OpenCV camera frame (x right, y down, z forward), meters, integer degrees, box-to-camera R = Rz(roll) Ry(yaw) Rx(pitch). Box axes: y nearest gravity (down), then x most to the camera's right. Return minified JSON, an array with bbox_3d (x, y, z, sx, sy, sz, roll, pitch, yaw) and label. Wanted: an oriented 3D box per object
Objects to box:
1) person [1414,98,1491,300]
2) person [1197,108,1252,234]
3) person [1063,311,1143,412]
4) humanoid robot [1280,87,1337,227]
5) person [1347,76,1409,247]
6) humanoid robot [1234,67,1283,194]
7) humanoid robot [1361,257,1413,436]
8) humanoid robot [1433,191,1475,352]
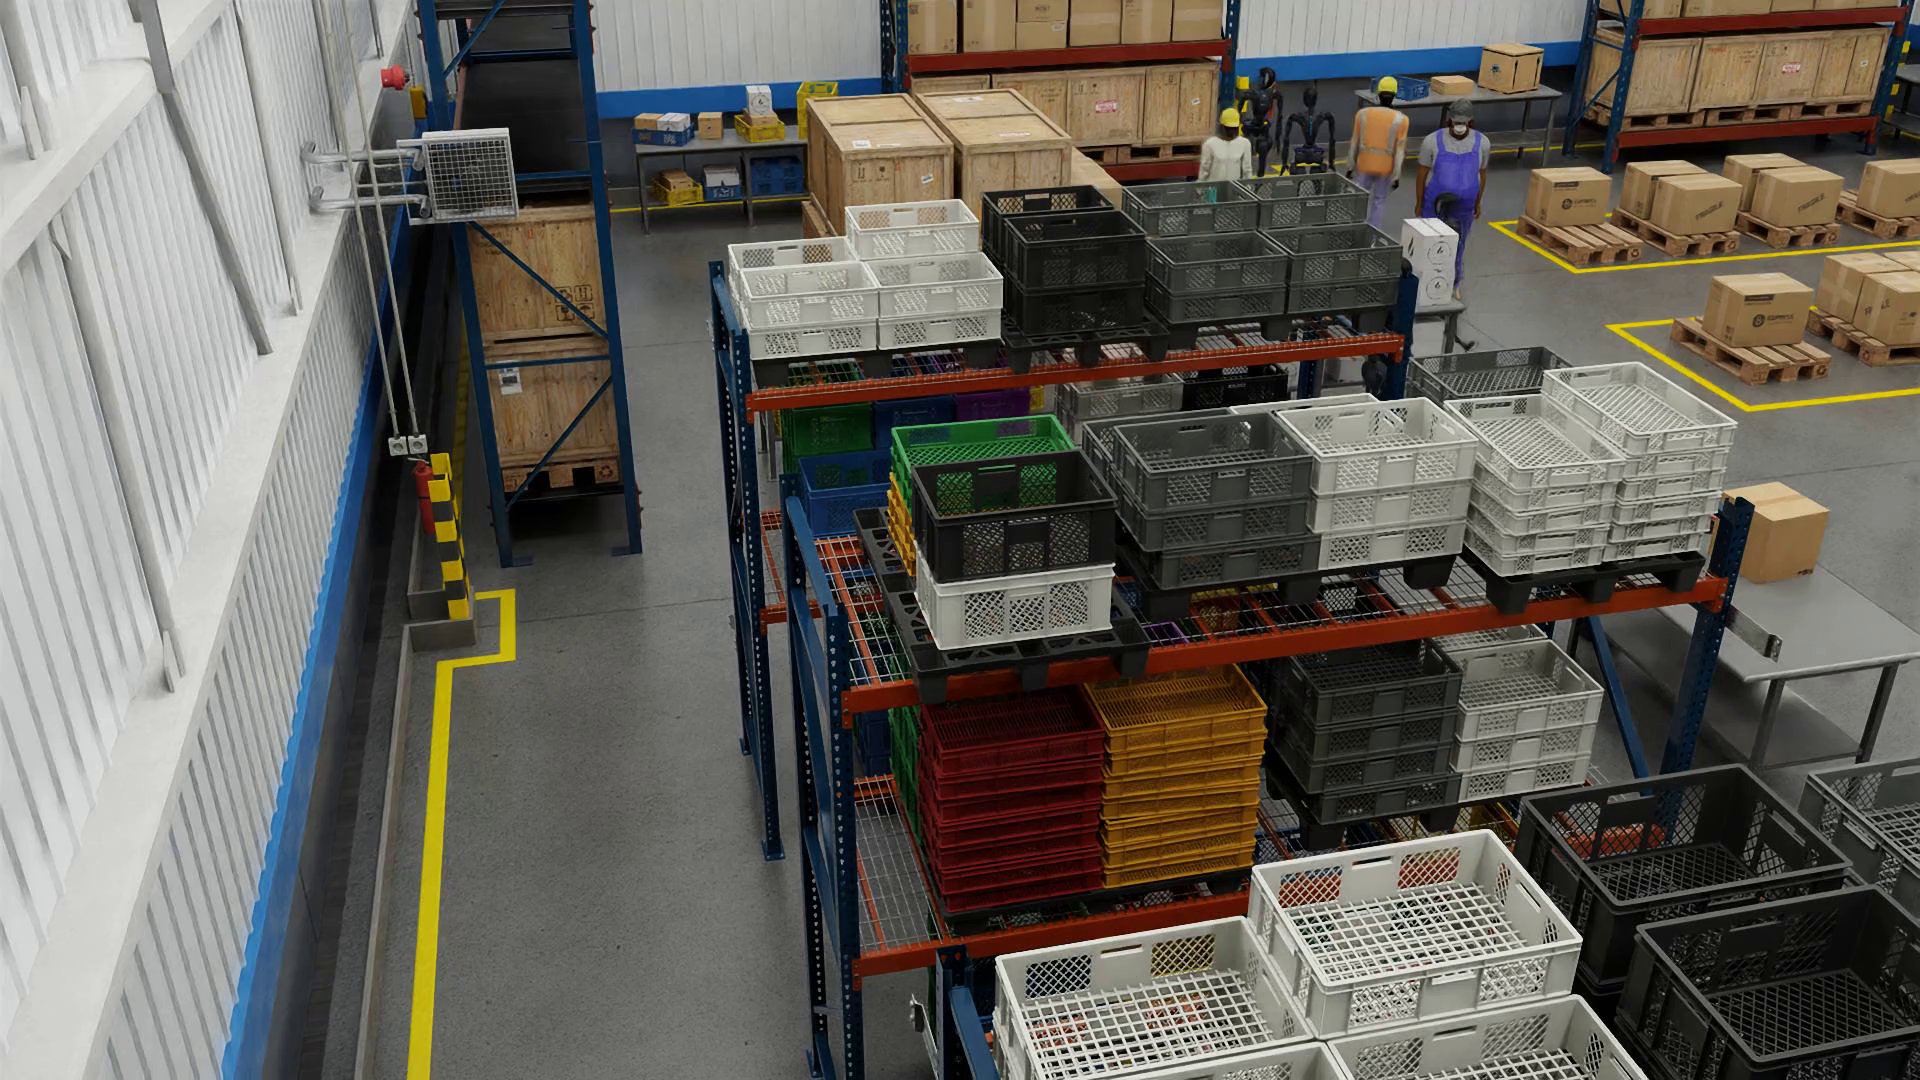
[{"bbox_3d":[4.878,-3.373,16.548,0.687,2.000,0.536,3,28,5],"label":"person"},{"bbox_3d":[2.786,-3.691,17.492,0.537,1.709,0.950,-4,28,-7],"label":"person"},{"bbox_3d":[1.055,-1.105,12.293,0.622,1.992,0.383,-6,28,-10],"label":"person"},{"bbox_3d":[3.889,-4.181,18.479,0.642,1.651,0.322,6,28,11],"label":"humanoid robot"},{"bbox_3d":[4.446,-3.992,17.867,0.615,1.897,0.625,13,31,23],"label":"person"},{"bbox_3d":[3.447,-4.717,19.491,0.634,1.646,0.368,-4,28,-7],"label":"humanoid robot"},{"bbox_3d":[3.422,-1.461,13.293,0.593,1.657,0.327,-25,36,-38],"label":"humanoid robot"},{"bbox_3d":[4.399,-2.321,14.959,0.568,1.640,0.576,7,29,13],"label":"humanoid robot"}]
